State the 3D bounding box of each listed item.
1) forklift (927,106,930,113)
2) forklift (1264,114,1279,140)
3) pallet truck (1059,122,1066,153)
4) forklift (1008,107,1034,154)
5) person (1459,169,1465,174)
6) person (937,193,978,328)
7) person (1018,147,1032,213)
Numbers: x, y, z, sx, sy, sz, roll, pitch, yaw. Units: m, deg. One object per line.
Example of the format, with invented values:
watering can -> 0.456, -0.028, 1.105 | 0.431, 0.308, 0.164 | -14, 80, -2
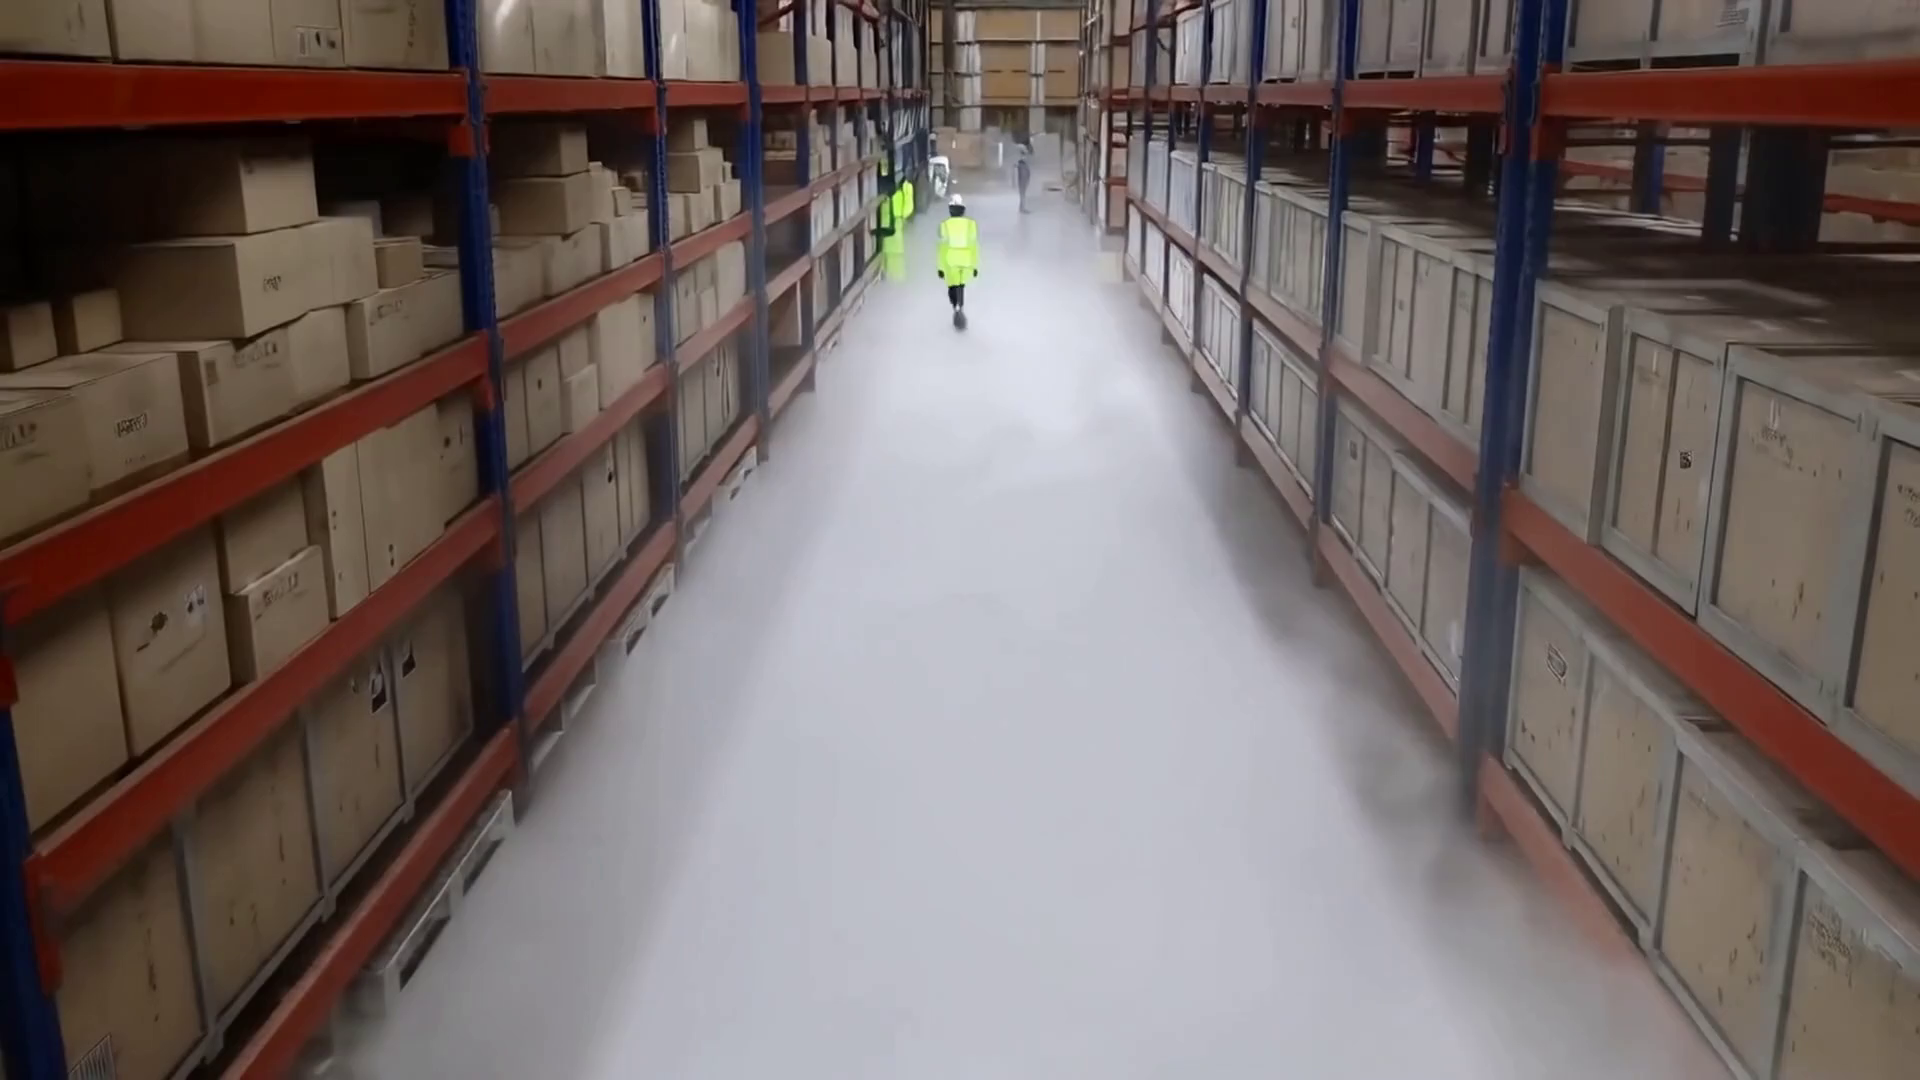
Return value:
forklift -> -2.001, -20.667, 84.687 | 1.129, 2.768, 1.873 | 0, 15, 2
forklift -> 11.030, -14.031, 59.994 | 1.129, 2.768, 1.873 | 0, 15, 2
pallet truck -> 5.788, -21.111, 88.014 | 1.885, 1.965, 0.823 | 5, 16, 18
forklift -> 2.854, -19.977, 82.120 | 1.129, 2.768, 1.873 | -7, 17, -24
person -> 10.620, -6.921, 35.377 | 0.393, 1.915, 0.591 | 0, 15, 2
person -> -0.024, -4.169, 24.971 | 0.622, 2.016, 0.857 | -2, 15, -8
person -> 1.917, -10.672, 49.348 | 0.409, 1.909, 0.640 | 0, 15, 2
